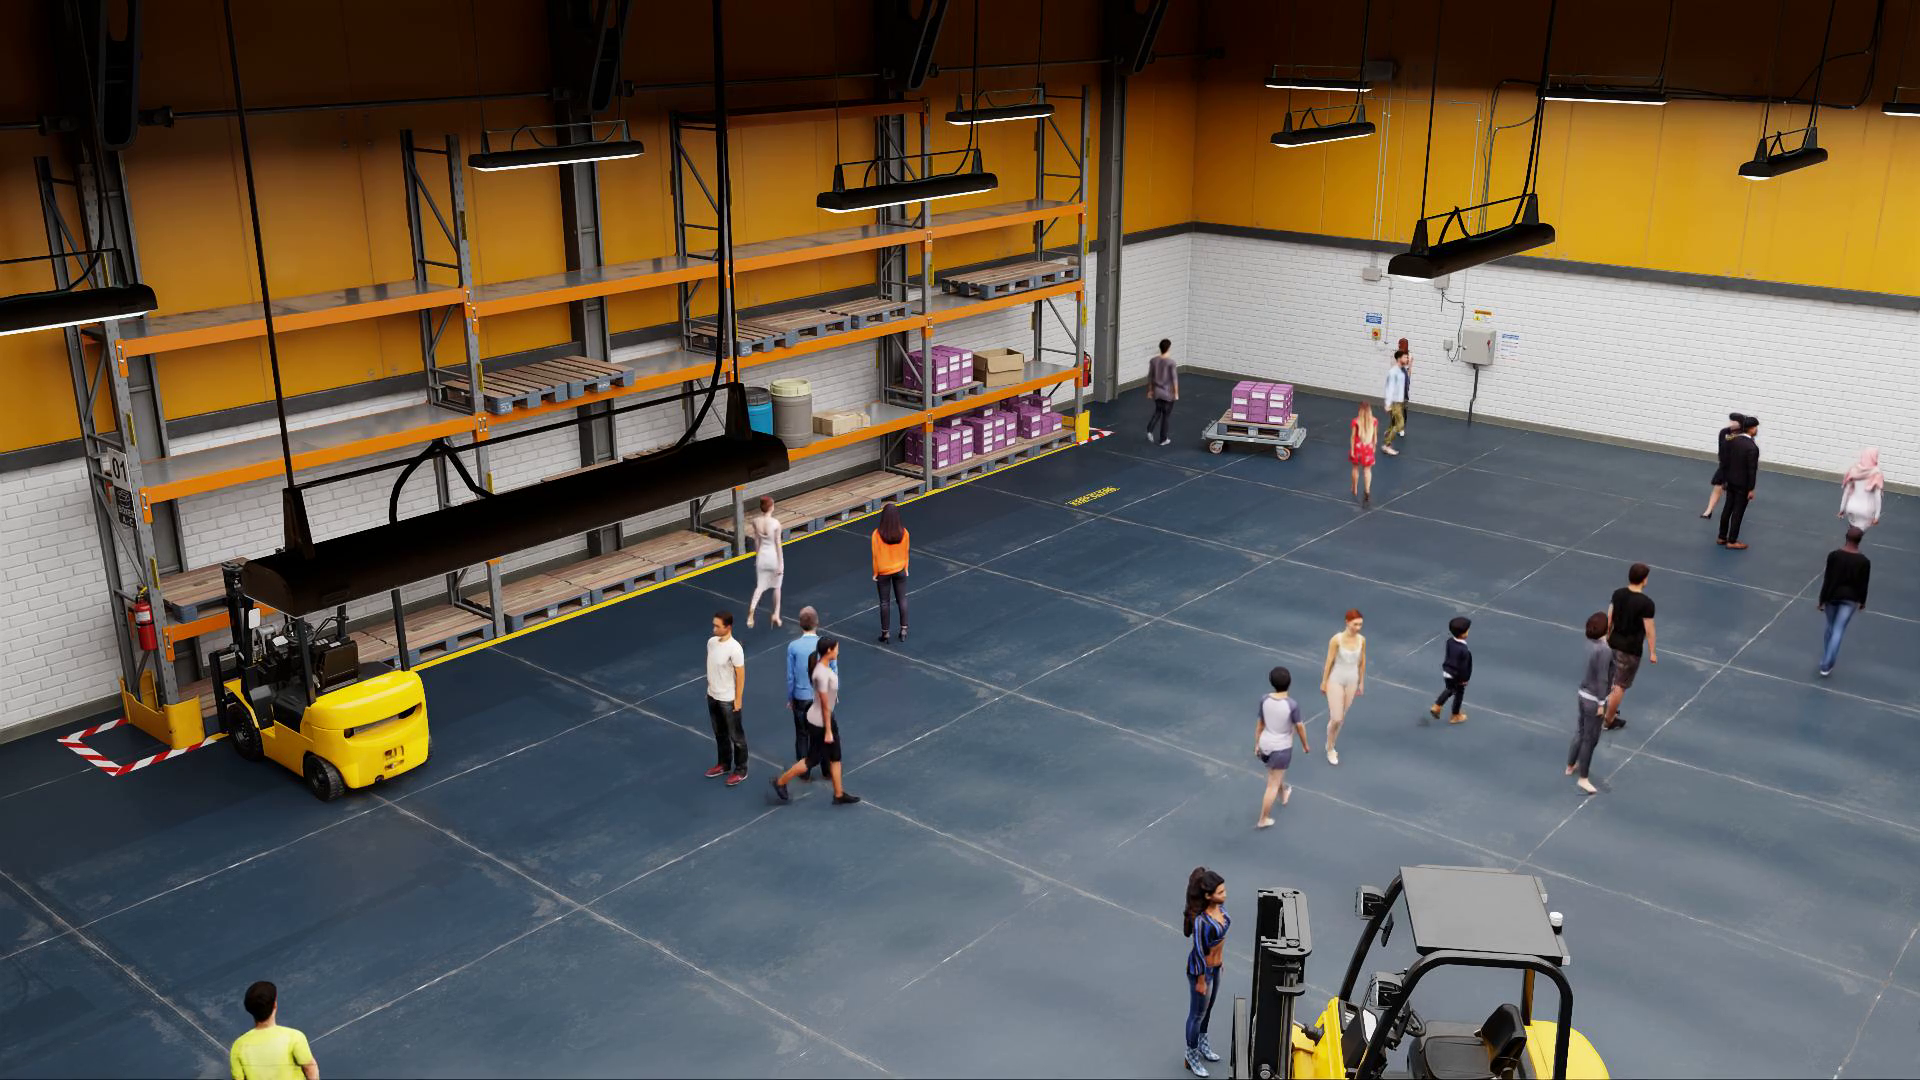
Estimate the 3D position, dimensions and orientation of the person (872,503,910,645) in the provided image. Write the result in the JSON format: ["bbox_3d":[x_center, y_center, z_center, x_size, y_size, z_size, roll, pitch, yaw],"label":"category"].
[{"bbox_3d":[-0.828,0.393,19.980,0.649,1.749,0.766,-7,20,-20],"label":"person"}]

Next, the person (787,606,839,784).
[{"bbox_3d":[-1.471,1.524,16.517,0.726,1.814,0.807,-3,19,-9],"label":"person"}]

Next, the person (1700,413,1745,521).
[{"bbox_3d":[11.413,-1.057,24.474,1.174,1.627,0.959,-10,21,-28],"label":"person"}]

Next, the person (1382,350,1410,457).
[{"bbox_3d":[7.252,-2.319,27.953,0.750,1.799,0.584,13,23,34],"label":"person"}]

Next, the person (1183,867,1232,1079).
[{"bbox_3d":[1.783,3.125,12.087,0.701,1.607,0.537,11,21,29],"label":"person"}]

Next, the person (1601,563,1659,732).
[{"bbox_3d":[6.967,1.144,17.593,0.809,1.848,0.806,-8,20,-23],"label":"person"}]

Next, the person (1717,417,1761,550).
[{"bbox_3d":[10.941,-0.815,23.364,0.782,1.877,0.773,-5,19,-13],"label":"person"}]

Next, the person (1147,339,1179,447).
[{"bbox_3d":[3.434,-2.498,28.422,0.672,1.839,0.696,15,24,38],"label":"person"}]

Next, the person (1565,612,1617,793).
[{"bbox_3d":[6.238,1.600,16.404,0.854,1.744,0.774,4,19,11],"label":"person"}]

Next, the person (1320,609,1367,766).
[{"bbox_3d":[3.883,1.447,17.046,0.752,1.622,0.805,-4,19,-12],"label":"person"}]

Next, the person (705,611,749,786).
[{"bbox_3d":[-2.315,1.538,16.501,0.626,1.799,0.513,15,24,38],"label":"person"}]

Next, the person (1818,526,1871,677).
[{"bbox_3d":[10.075,0.730,19.041,0.631,1.708,1.077,13,23,34],"label":"person"}]

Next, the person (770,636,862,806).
[{"bbox_3d":[-1.419,1.776,15.939,1.140,1.705,1.118,1,19,3],"label":"person"}]

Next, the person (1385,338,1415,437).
[{"bbox_3d":[7.702,-2.679,29.110,0.631,1.742,0.729,-6,19,-16],"label":"person"}]

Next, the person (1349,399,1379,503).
[{"bbox_3d":[6.177,-1.341,25.415,0.925,1.566,1.088,2,19,5],"label":"person"}]

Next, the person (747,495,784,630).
[{"bbox_3d":[-2.379,0.324,20.147,0.728,1.773,1.037,10,21,26],"label":"person"}]

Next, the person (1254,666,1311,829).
[{"bbox_3d":[2.940,1.979,15.630,0.595,1.519,0.973,18,25,42],"label":"person"}]

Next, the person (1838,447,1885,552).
[{"bbox_3d":[11.936,-0.356,22.140,0.719,1.789,0.711,-13,23,-34],"label":"person"}]

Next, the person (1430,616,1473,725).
[{"bbox_3d":[5.268,1.402,17.816,0.761,1.216,0.664,-7,20,-20],"label":"person"}]

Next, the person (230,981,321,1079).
[{"bbox_3d":[-4.303,3.631,10.497,1.074,1.662,1.123,-2,19,-6],"label":"person"}]
